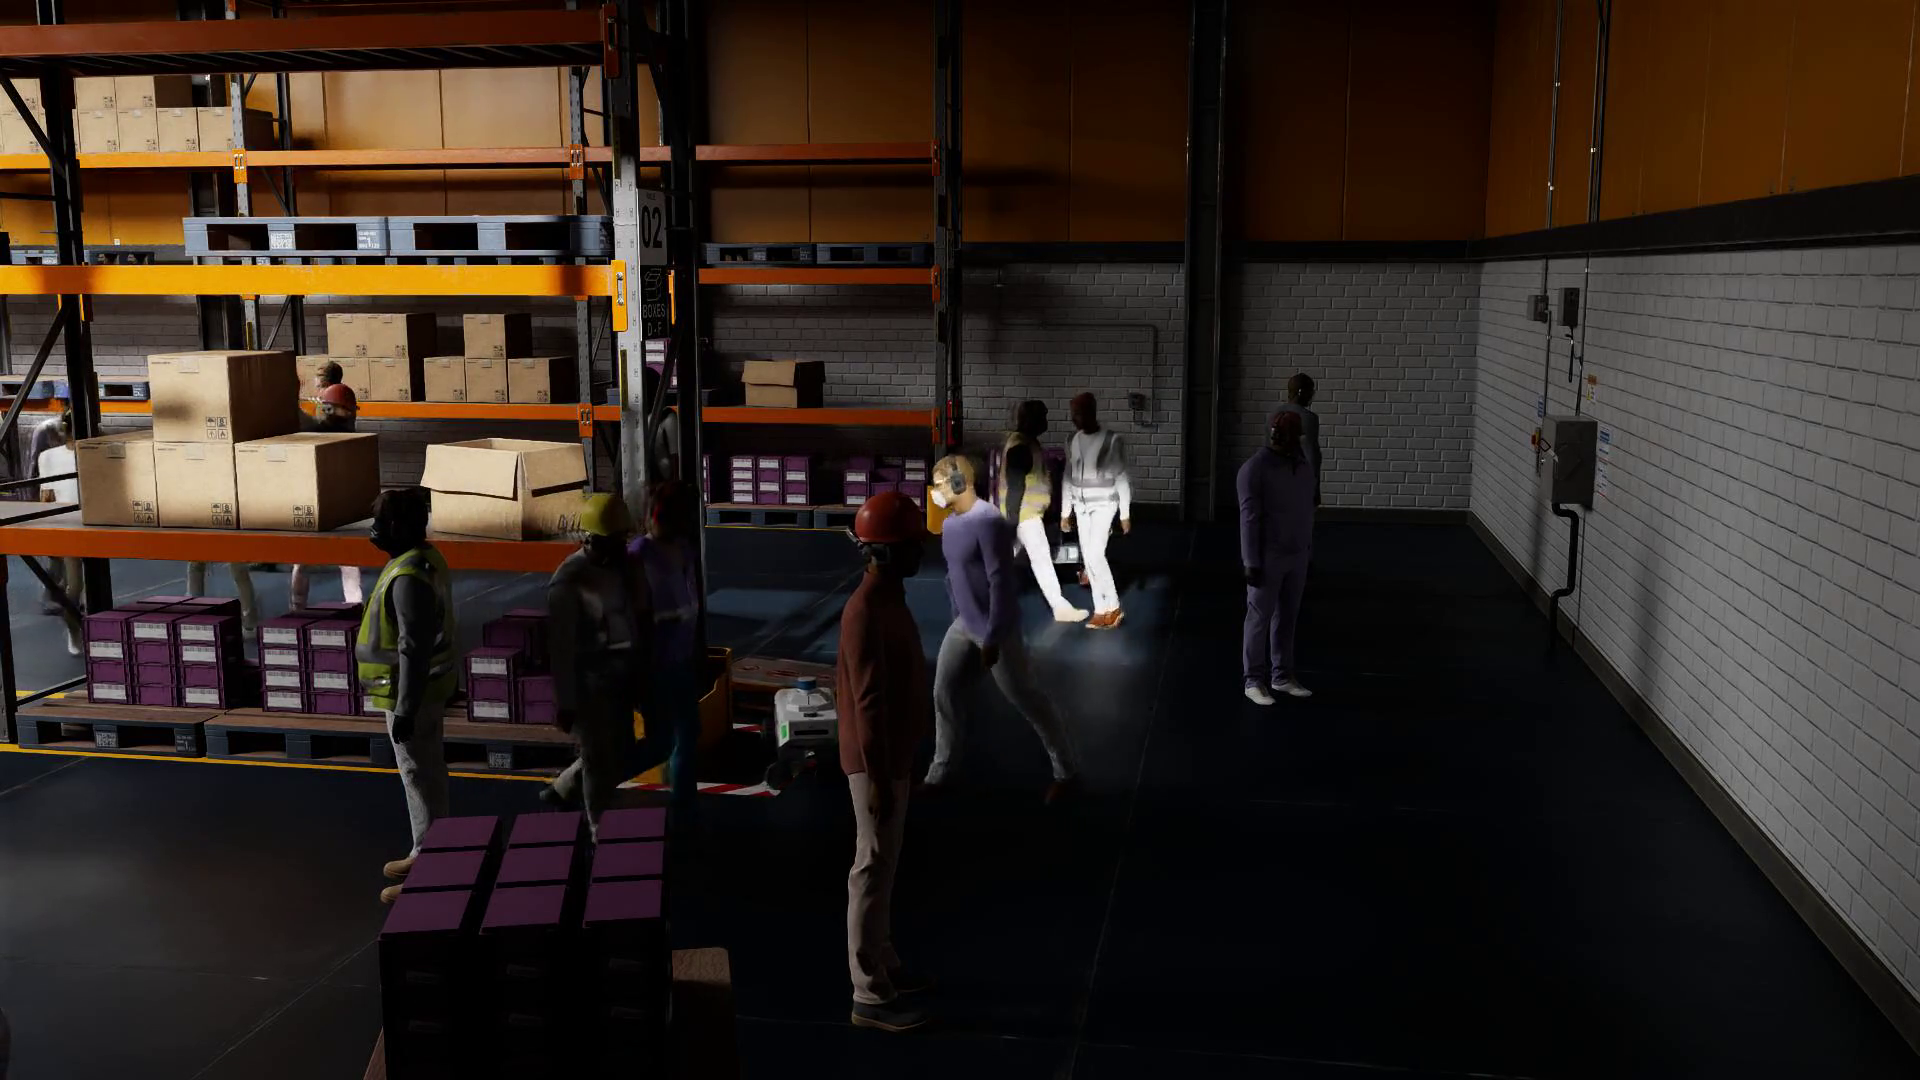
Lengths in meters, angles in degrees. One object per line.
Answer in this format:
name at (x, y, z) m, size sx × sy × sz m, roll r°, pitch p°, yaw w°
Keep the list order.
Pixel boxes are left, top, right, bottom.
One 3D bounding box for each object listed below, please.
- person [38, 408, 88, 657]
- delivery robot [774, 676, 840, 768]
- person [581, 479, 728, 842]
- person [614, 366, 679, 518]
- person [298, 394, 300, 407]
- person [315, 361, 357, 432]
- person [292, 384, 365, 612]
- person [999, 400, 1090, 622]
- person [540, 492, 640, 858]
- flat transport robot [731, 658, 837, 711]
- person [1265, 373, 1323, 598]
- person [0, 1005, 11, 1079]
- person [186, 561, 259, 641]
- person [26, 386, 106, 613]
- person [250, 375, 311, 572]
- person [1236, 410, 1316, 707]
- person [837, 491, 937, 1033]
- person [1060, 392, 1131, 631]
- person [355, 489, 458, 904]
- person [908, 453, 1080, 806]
person at (-6.335, -0.051, 12.034) m, size 0.508 × 1.845 × 0.406 m, roll -8°, pitch 12°, yaw -42°
delivery robot at (-0.845, 0.999, 9.192) m, size 0.477 × 0.478 × 0.707 m, roll -1°, pitch 9°, yaw -9°
person at (-1.507, 0.598, 8.080) m, size 0.647 × 1.818 × 0.580 m, roll 3°, pitch 10°, yaw 16°
person at (-2.548, -0.394, 13.528) m, size 0.674 × 2.000 × 0.535 m, roll 7°, pitch 12°, yaw 38°
person at (-7.396, -0.987, 17.820) m, size 0.974 × 1.835 × 0.608 m, roll 6°, pitch 11°, yaw 32°
person at (-6.056, -0.769, 16.168) m, size 0.364 × 1.939 × 0.636 m, roll 0°, pitch 9°, yaw 0°
person at (-4.926, -0.239, 12.922) m, size 1.033 × 1.937 × 0.689 m, roll 7°, pitch 12°, yaw 38°
person at (0.524, -0.229, 13.331) m, size 0.976 × 1.792 × 0.642 m, roll 1°, pitch 9°, yaw 4°
person at (-1.739, 0.650, 7.808) m, size 0.651 × 1.801 × 0.621 m, roll 3°, pitch 10°, yaw 20°
flat transport robot at (-1.062, 0.950, 10.662) m, size 1.431 × 0.197 × 0.652 m, roll 4°, pitch 10°, yaw 26°
person at (2.879, -0.466, 14.308) m, size 0.371 × 1.934 × 0.627 m, roll -5°, pitch 10°, yaw -29°
person at (-1.865, 1.413, 2.886) m, size 0.523 × 1.860 × 0.322 m, roll -6°, pitch 11°, yaw -32°
person at (-5.718, -0.140, 12.586) m, size 0.884 × 1.831 × 0.542 m, roll 1°, pitch 9°, yaw 6°
person at (-7.285, -0.347, 13.668) m, size 0.506 × 1.907 × 0.624 m, roll 4°, pitch 10°, yaw 22°
person at (-6.293, -0.625, 15.446) m, size 0.721 × 1.877 × 0.572 m, roll 3°, pitch 10°, yaw 16°
person at (2.089, 0.110, 10.824) m, size 0.642 × 1.907 × 0.410 m, roll -7°, pitch 12°, yaw -38°
person at (-0.271, 0.808, 6.209) m, size 0.378 × 1.995 × 0.609 m, roll 1°, pitch 9°, yaw 3°
person at (1.026, -0.214, 13.007) m, size 0.614 × 1.847 × 0.459 m, roll 9°, pitch 13°, yaw 44°
person at (-2.461, 0.689, 7.428) m, size 0.429 × 1.845 × 0.622 m, roll -2°, pitch 9°, yaw -14°
person at (0.199, 0.468, 8.729) m, size 0.929 × 1.892 × 0.673 m, roll -4°, pitch 10°, yaw -26°
